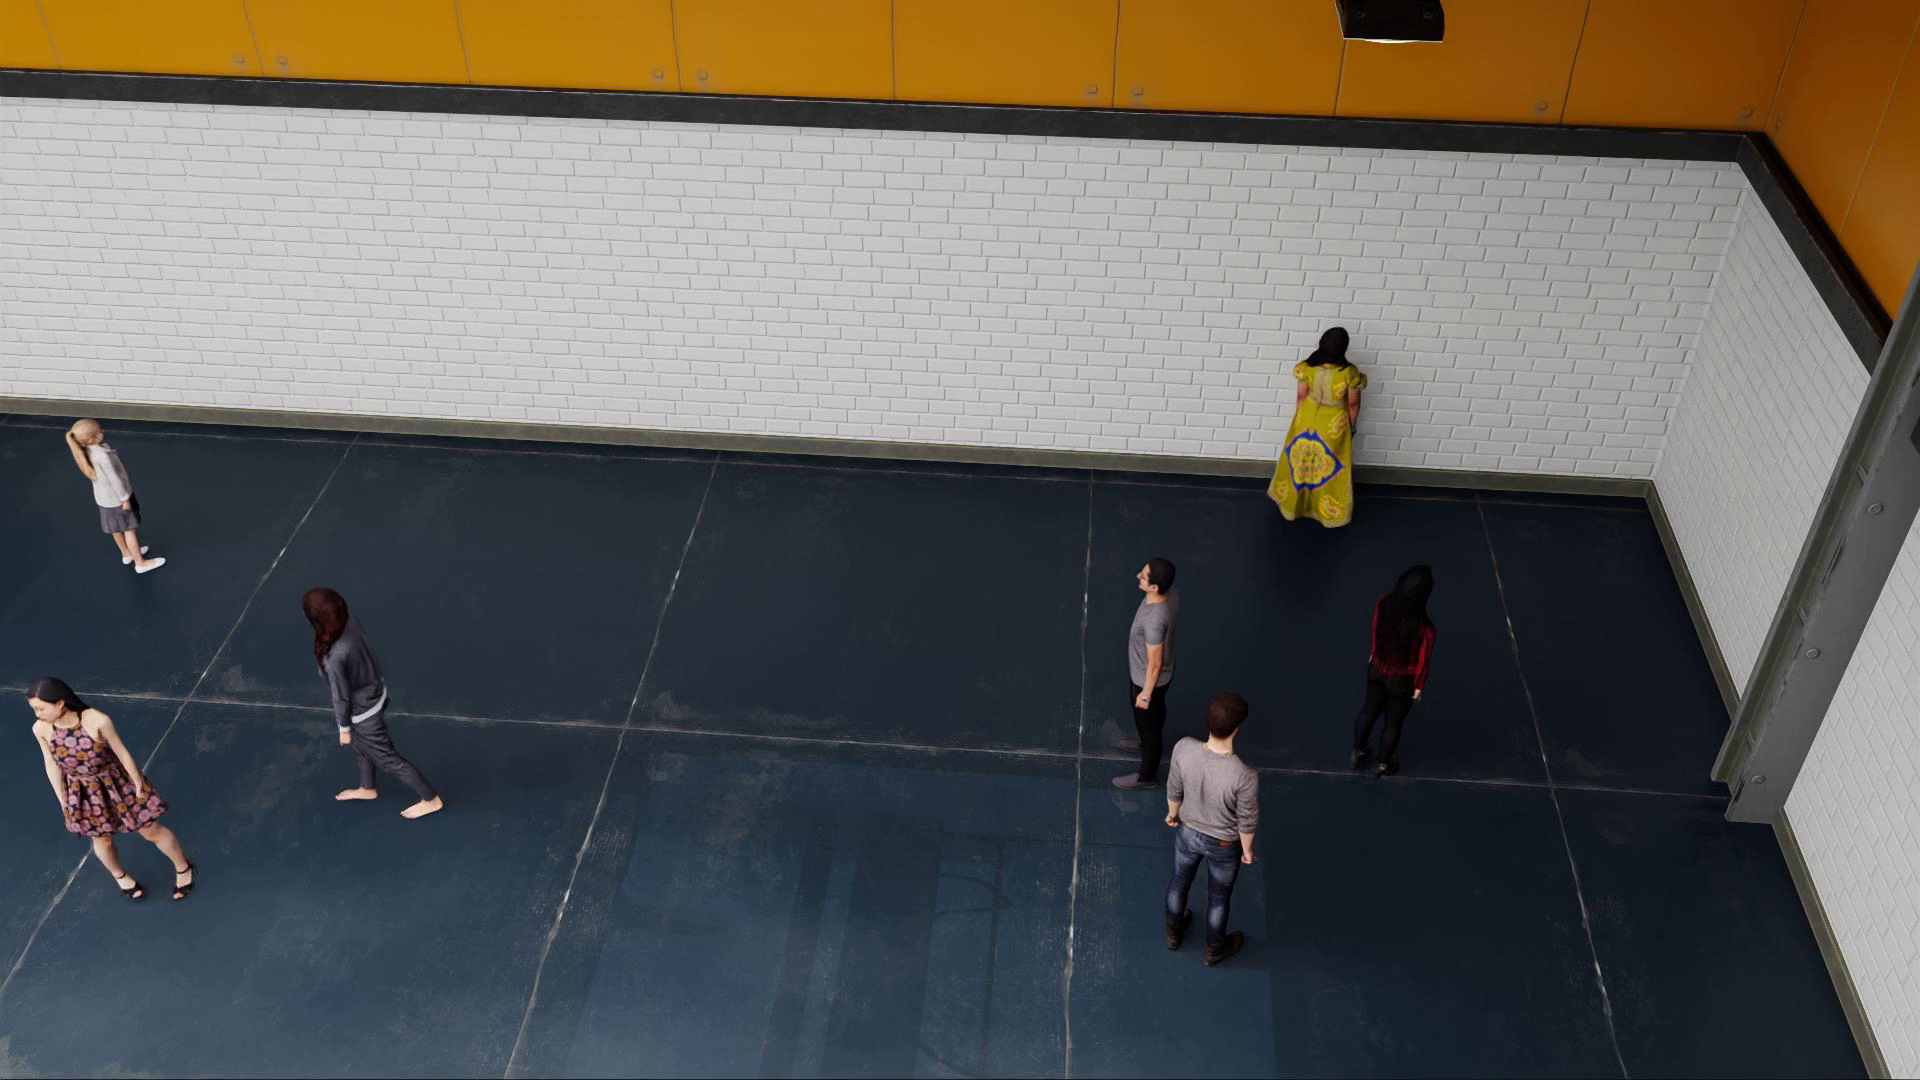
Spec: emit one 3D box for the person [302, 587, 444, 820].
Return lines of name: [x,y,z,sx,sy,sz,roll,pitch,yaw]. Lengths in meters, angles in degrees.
person: [-3.485,0.993,9.898,0.793,1.744,0.898,-6,39,-7]

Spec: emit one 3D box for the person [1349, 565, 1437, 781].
person: [2.648,0.828,10.177,0.708,1.653,0.649,-28,46,-30]

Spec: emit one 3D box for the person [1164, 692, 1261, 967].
person: [1.351,1.590,9.023,0.779,1.901,0.766,23,44,26]

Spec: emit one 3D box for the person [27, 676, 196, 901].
person: [-4.854,1.407,9.373,0.777,1.751,0.760,-10,40,-13]

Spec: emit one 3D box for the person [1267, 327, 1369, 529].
person: [2.675,-0.834,12.251,0.971,1.660,0.944,17,42,20]

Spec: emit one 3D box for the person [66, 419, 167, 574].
person: [-6.081,-0.333,11.933,0.597,1.275,0.646,29,47,31]

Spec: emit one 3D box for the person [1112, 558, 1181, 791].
person: [1.172,0.795,10.137,0.709,1.754,0.527,7,39,9]
